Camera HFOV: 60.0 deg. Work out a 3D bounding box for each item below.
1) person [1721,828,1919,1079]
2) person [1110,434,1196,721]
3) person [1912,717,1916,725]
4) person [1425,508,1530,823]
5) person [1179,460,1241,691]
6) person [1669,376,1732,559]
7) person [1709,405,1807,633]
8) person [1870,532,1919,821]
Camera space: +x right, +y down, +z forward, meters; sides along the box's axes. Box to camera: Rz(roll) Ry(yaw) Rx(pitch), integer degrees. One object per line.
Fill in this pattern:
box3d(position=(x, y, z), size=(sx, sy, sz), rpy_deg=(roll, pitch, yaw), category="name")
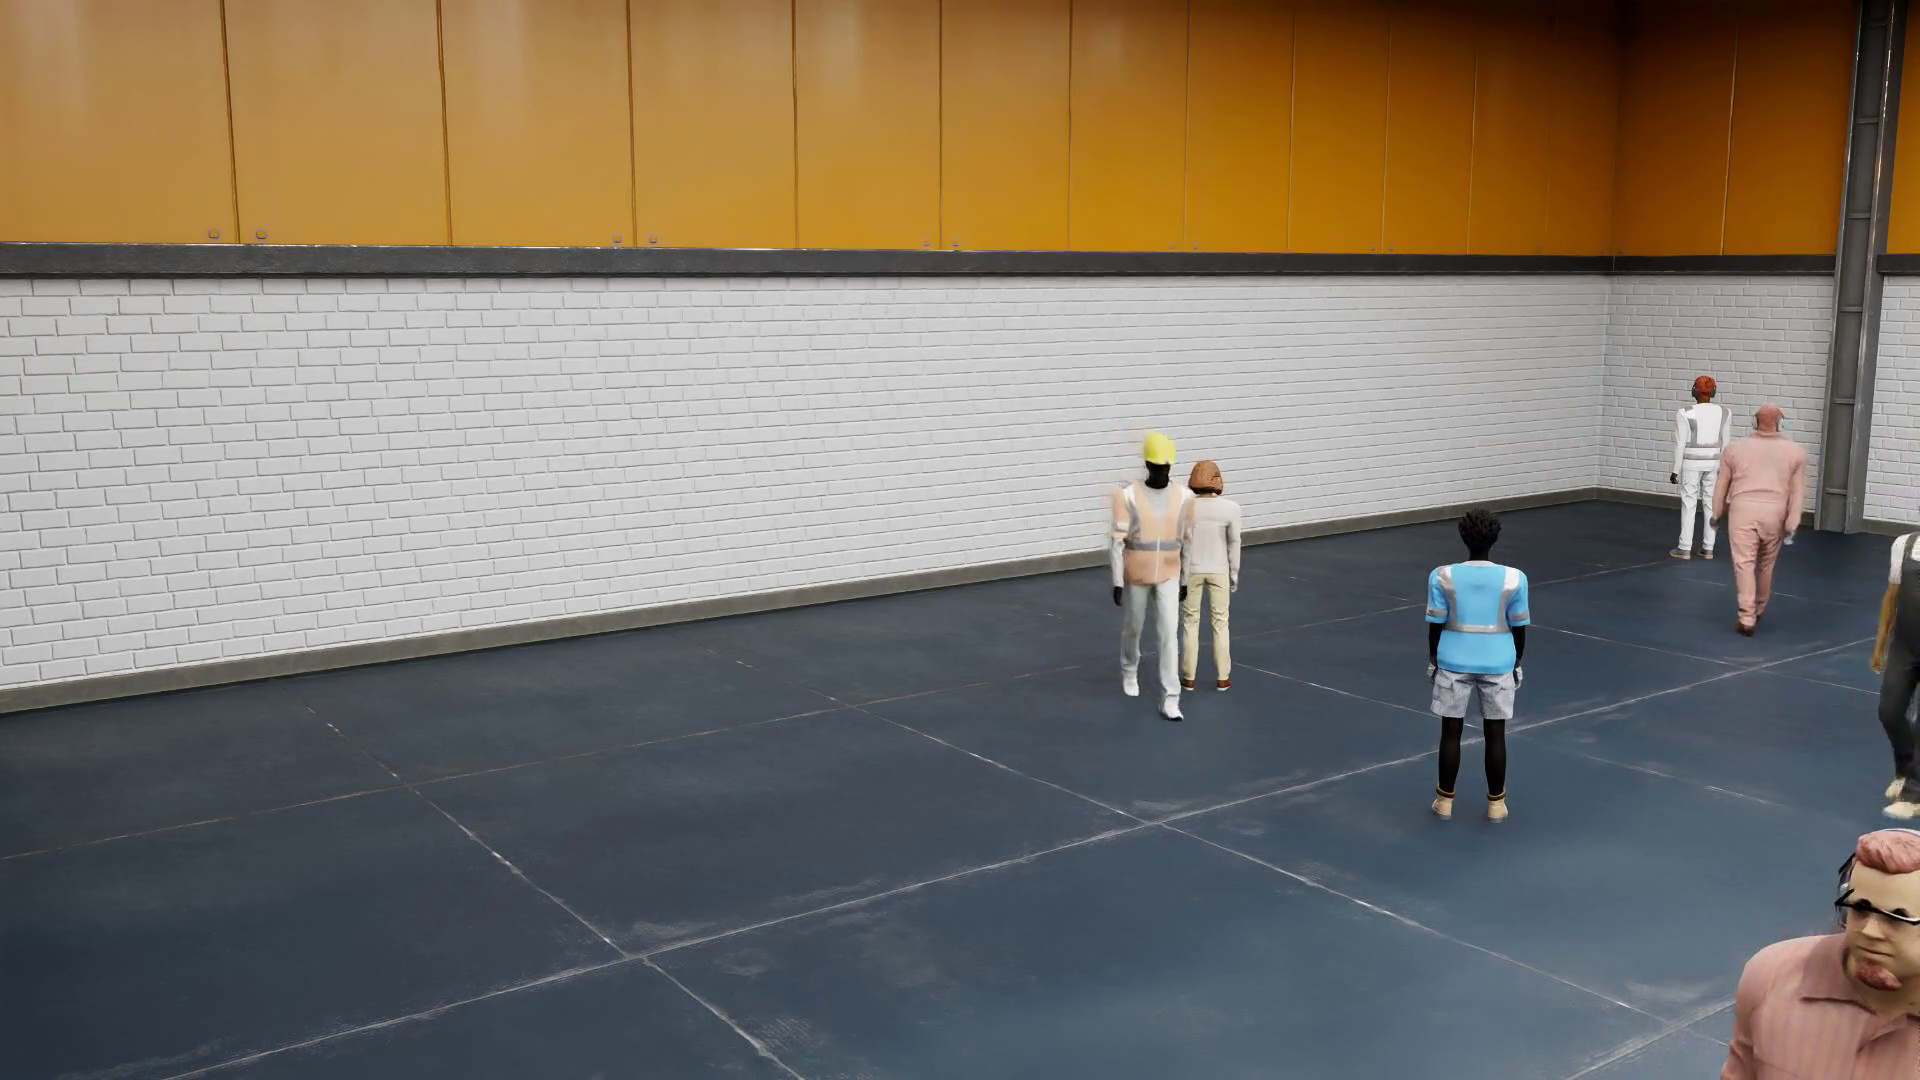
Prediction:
box3d(position=(1.756, 1.483, 3.250), size=(0.403, 1.911, 0.637), rpy_deg=(-8, 12, -42), category="person")
box3d(position=(1.286, 0.211, 11.234), size=(0.602, 1.881, 1.017), rpy_deg=(-1, 9, -6), category="person")
box3d(position=(6.433, 0.272, 10.443), size=(0.942, 2.009, 0.617), rpy_deg=(-2, 9, -12), category="person")
box3d(position=(2.754, 0.672, 8.893), size=(0.535, 1.699, 0.318), rpy_deg=(2, 10, 14), category="person")
box3d(position=(1.716, 0.251, 11.693), size=(0.501, 1.631, 0.285), rpy_deg=(1, 9, 7), category="person")
box3d(position=(7.560, -0.736, 17.012), size=(0.575, 1.883, 0.355), rpy_deg=(-1, 9, -4), category="person")
box3d(position=(6.561, -0.186, 13.706), size=(0.651, 1.858, 0.987), rpy_deg=(3, 10, 16), category="person")
box3d(position=(5.228, 0.599, 9.003), size=(0.581, 1.821, 0.562), rpy_deg=(-6, 11, -33), category="person")
